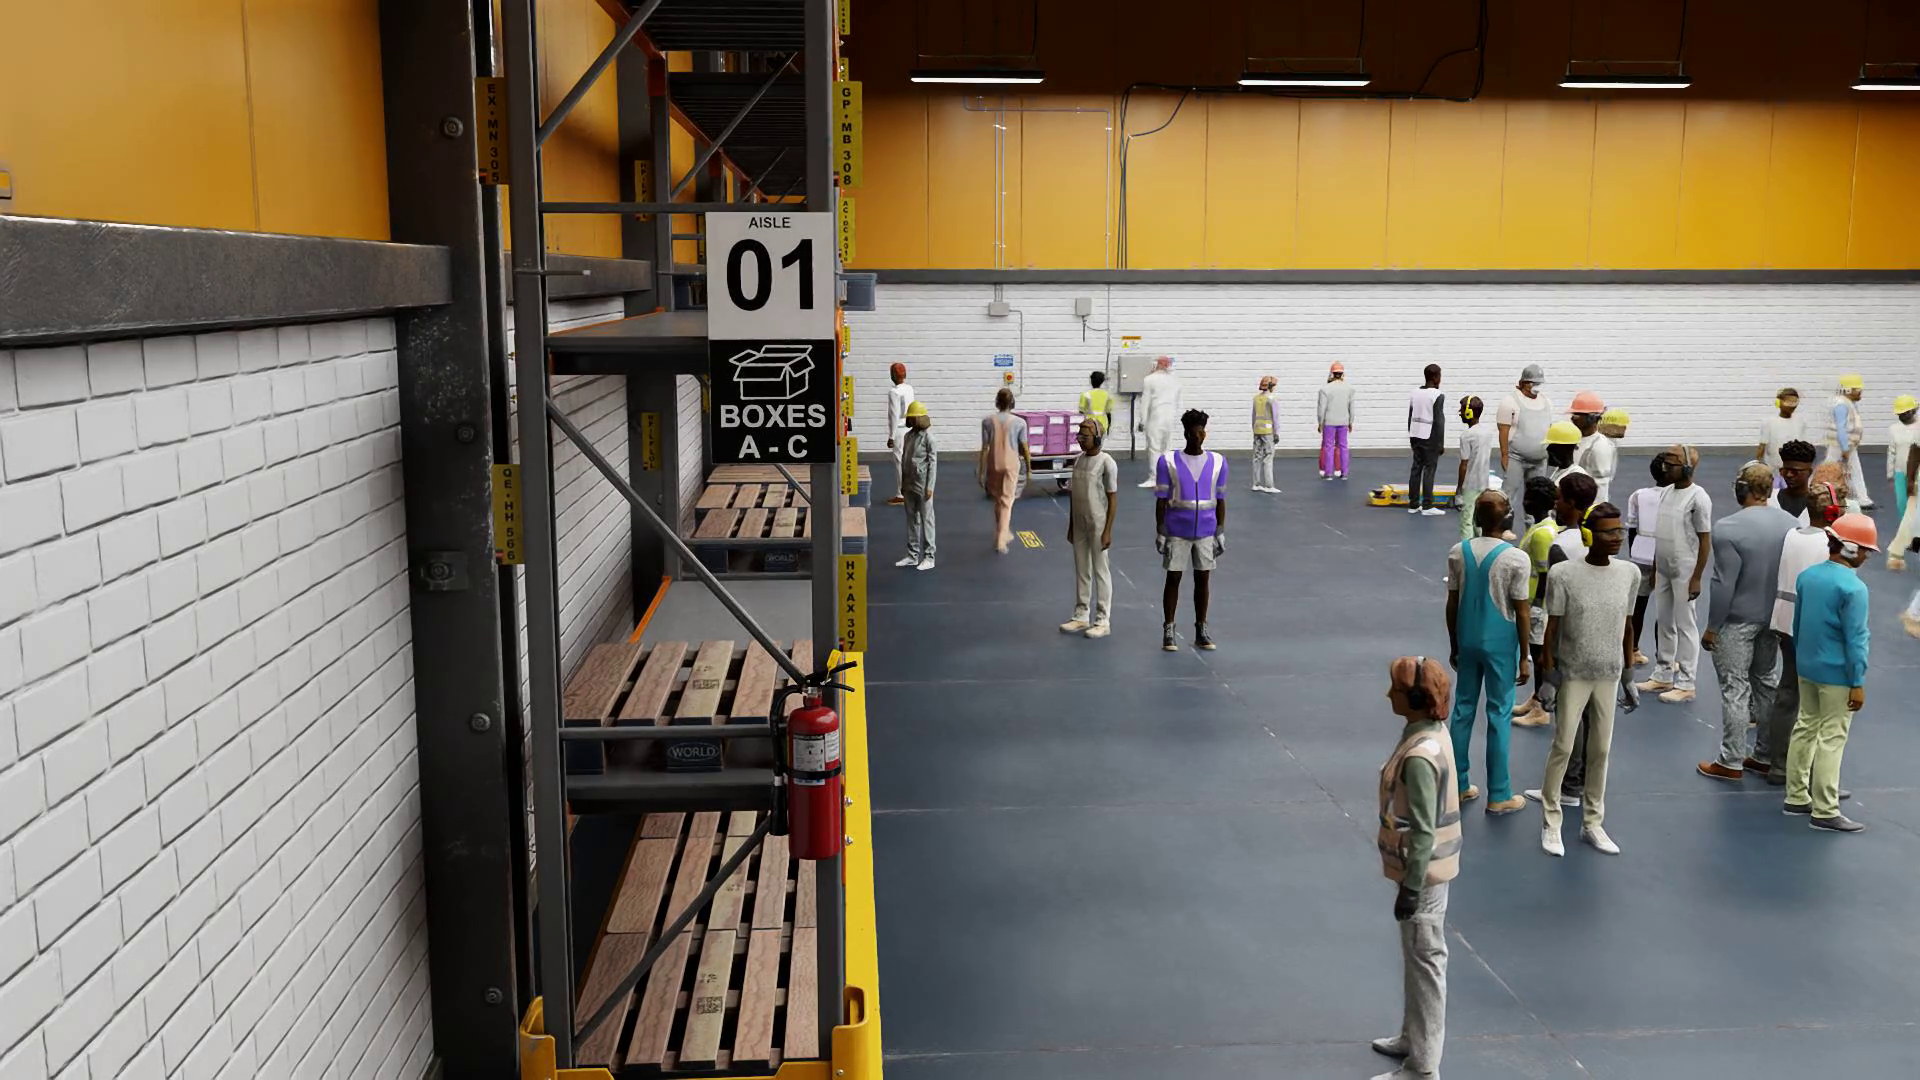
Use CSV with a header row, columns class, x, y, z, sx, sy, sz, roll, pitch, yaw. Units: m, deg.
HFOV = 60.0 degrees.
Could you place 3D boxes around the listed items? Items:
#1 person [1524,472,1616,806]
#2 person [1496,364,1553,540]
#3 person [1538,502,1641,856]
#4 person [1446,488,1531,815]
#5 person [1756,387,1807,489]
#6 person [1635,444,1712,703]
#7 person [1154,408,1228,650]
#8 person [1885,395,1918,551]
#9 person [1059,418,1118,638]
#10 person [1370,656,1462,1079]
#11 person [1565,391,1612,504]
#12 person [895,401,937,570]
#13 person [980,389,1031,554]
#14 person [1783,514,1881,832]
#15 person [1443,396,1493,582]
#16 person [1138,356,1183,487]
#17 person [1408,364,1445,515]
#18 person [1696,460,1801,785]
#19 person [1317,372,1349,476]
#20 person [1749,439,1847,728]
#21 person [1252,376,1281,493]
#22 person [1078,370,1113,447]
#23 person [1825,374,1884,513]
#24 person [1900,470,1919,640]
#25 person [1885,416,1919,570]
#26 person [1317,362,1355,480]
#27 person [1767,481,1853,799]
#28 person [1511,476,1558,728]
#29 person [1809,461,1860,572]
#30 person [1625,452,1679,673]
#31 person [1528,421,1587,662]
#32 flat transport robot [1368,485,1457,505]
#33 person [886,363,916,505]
class,x,y,z,sx,sy,sz,roll,pitch,yaw
person,3.528,0.567,9.536,0.587,1.920,0.390,-8,12,-43
person,6.509,-1.011,19.067,0.683,2.000,0.536,-3,9,-16
person,3.296,0.723,8.696,0.534,1.874,0.310,-1,9,-4
person,2.988,0.626,9.395,0.342,1.846,0.509,-8,12,-42
person,8.665,-0.686,17.574,0.535,1.865,0.313,0,9,-1
person,5.102,0.235,11.850,0.329,1.844,0.517,-2,9,-12
person,1.870,-0.083,13.470,0.605,1.966,0.367,-1,9,-7
person,10.439,-0.731,18.247,0.527,1.727,0.567,-4,10,-21
person,1.094,-0.103,13.979,0.346,1.846,0.506,-8,12,-39
person,1.705,1.236,6.203,0.315,1.641,0.515,3,10,18
person,5.356,-0.255,14.304,0.386,2.045,0.605,0,9,3
person,-0.445,-0.567,17.204,0.290,1.745,0.485,-9,13,-44
person,0.501,-0.769,18.333,0.539,1.797,0.989,2,9,15
person,4.819,0.716,9.152,0.351,1.738,0.570,-1,9,-4
person,5.025,-0.487,16.356,0.509,1.860,0.333,-8,12,-40
person,2.847,-1.696,23.931,0.748,1.872,0.418,-5,10,-29
person,5.913,-1.275,21.112,0.370,1.915,0.597,-4,10,-25
person,4.713,0.492,9.946,0.635,1.937,0.352,-3,10,-20
person,5.649,-1.776,25.175,0.503,1.629,0.278,5,11,30
person,5.491,0.309,11.007,0.616,1.964,0.361,8,12,40
person,4.266,-1.475,23.234,0.314,1.640,0.515,-5,10,-29
person,1.984,-1.617,24.059,0.545,1.665,0.696,-3,9,-16
person,11.324,-1.234,21.285,0.931,1.783,0.623,8,12,41
person,8.129,-0.040,13.654,0.645,1.821,0.437,-3,9,-17
person,9.870,-0.647,16.780,0.799,2.000,0.542,2,9,12
person,5.576,-1.768,24.716,0.573,1.749,0.343,-2,9,-11
person,4.956,0.576,9.702,0.389,1.847,0.563,-2,9,-10
person,3.881,0.413,11.197,0.316,1.695,0.541,3,9,17
person,6.552,0.211,12.666,0.501,1.633,0.282,7,11,37
person,5.351,0.167,12.747,0.317,1.695,0.540,-5,11,-31
person,4.606,0.052,12.746,0.381,1.928,0.587,1,9,7
flat transport robot,6.152,-0.591,21.966,1.431,0.197,0.652,1,9,8
person,-0.785,-1.401,22.014,0.359,1.882,0.575,4,10,26
